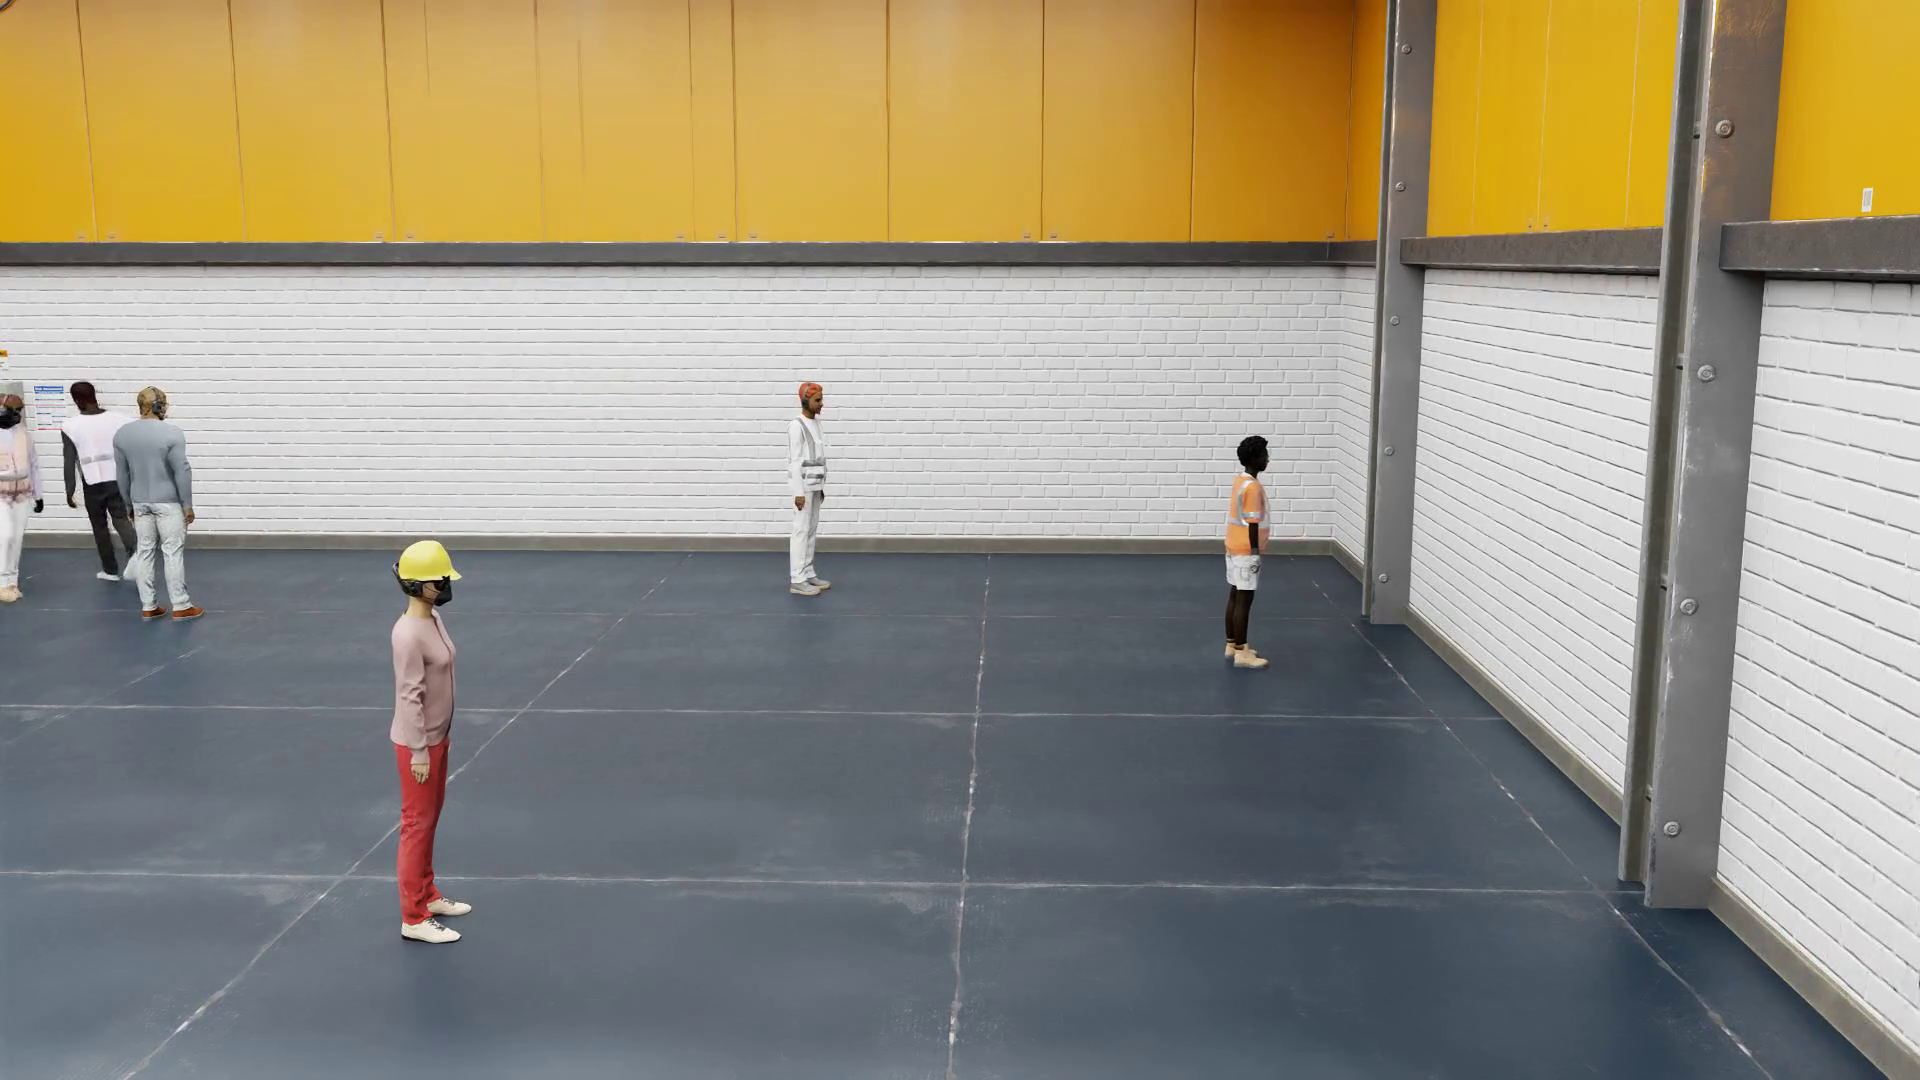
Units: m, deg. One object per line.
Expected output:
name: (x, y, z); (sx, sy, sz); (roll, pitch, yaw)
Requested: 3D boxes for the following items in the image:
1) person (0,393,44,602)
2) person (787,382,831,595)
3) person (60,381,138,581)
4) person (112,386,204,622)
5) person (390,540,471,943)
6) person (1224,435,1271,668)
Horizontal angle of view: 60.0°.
person: (-8.246, -0.360, 14.432); (0.593, 1.807, 0.658); (6, 11, 31)
person: (-1.353, -0.463, 14.814); (0.337, 1.880, 0.584); (2, 10, 14)
person: (-7.798, -0.516, 15.171); (0.742, 1.876, 0.635); (9, 13, 43)
person: (-6.579, -0.288, 13.640); (0.627, 1.935, 0.372); (1, 10, 8)
person: (-2.328, 0.874, 7.329); (0.327, 1.767, 0.533); (-1, 10, -7)
person: (2.106, 0.078, 12.188); (0.321, 1.696, 0.536); (0, 10, -2)
